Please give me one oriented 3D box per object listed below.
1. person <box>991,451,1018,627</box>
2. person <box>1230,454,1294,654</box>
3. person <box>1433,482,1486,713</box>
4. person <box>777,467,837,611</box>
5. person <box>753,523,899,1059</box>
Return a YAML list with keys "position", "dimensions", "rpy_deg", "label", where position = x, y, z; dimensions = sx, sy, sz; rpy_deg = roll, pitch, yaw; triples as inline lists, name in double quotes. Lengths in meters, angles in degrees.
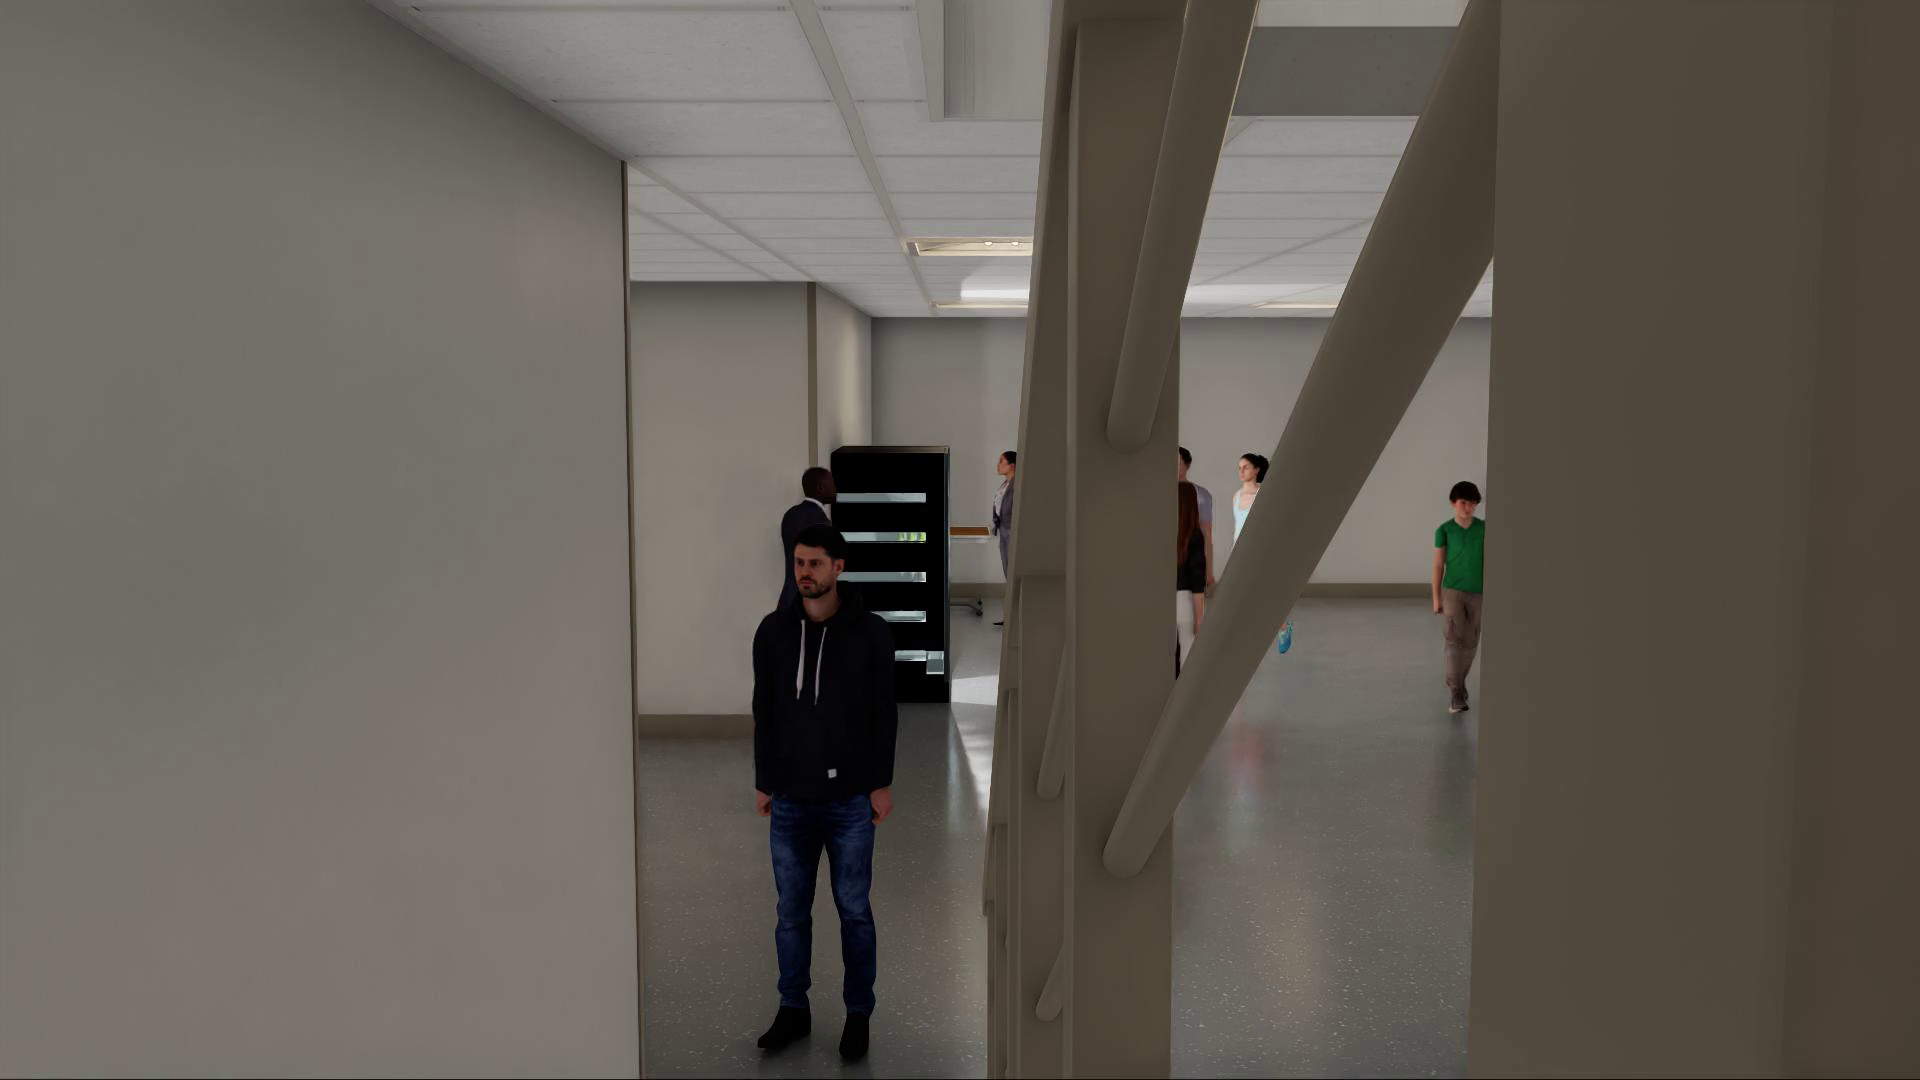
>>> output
- position: [0.495, 0.001, 15.617]
  dimensions: [0.742, 1.677, 0.606]
  rpy_deg: [-2, 6, -17]
  label: "person"
- position: [2.408, 0.190, 13.391]
  dimensions: [1.031, 1.747, 1.002]
  rpy_deg: [-5, 8, -40]
  label: "person"
- position: [3.601, 0.412, 11.883]
  dimensions: [0.656, 1.607, 1.171]
  rpy_deg: [1, 6, 7]
  label: "person"
- position: [-1.017, 0.454, 10.488]
  dimensions: [1.028, 1.802, 1.022]
  rpy_deg: [-4, 7, -33]
  label: "person"
- position: [-0.476, 0.871, 5.895]
  dimensions: [0.724, 1.892, 0.652]
  rpy_deg: [1, 6, 13]
  label: "person"
